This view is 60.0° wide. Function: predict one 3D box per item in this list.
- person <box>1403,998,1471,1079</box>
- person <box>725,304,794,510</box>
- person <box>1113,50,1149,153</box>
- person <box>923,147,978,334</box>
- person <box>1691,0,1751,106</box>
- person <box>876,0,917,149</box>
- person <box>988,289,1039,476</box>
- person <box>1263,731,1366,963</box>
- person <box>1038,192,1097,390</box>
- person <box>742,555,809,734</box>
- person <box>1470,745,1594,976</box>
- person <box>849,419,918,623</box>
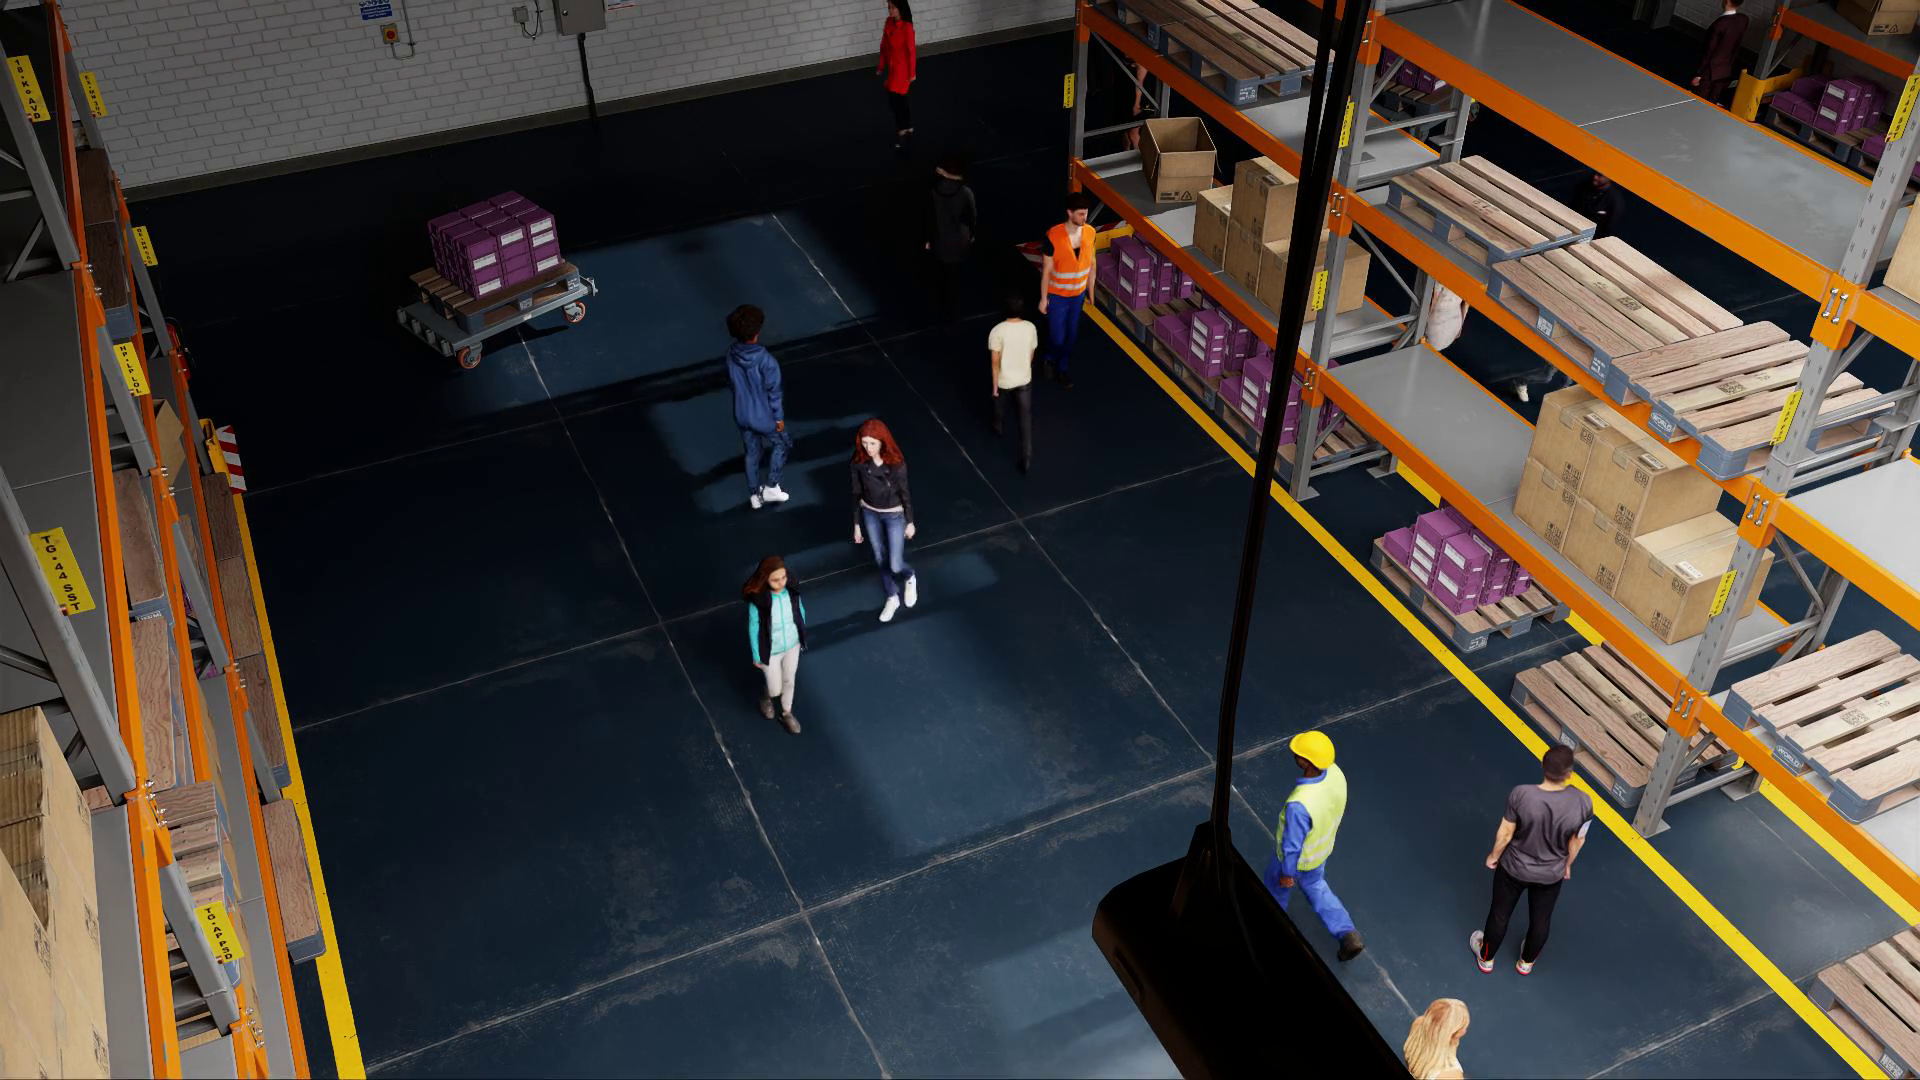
[{"bbox_3d":[2.258,2.865,8.250,0.754,1.805,0.621,-5,39,-6],"label":"person"},{"bbox_3d":[-1.643,-0.973,13.069,0.759,1.788,0.857,21,43,24],"label":"person"},{"bbox_3d":[1.827,-4.700,17.797,0.709,1.711,0.550,-13,41,-16],"label":"person"},{"bbox_3d":[-0.101,-2.688,15.255,0.924,1.740,1.004,10,40,12],"label":"person"},{"bbox_3d":[8.265,-5.153,18.240,0.682,1.866,0.598,-18,42,-22],"label":"person"},{"bbox_3d":[-0.607,-5.223,18.430,0.750,1.738,0.650,-25,45,-28],"label":"person"},{"bbox_3d":[0.448,-1.253,13.615,0.698,1.544,1.078,-12,40,-14],"label":"person"},{"bbox_3d":[2.044,1.813,9.578,1.140,1.789,0.934,29,47,31],"label":"person"},{"bbox_3d":[0.886,-2.214,14.558,0.679,1.868,0.677,-15,41,-18],"label":"person"},{"bbox_3d":[-1.269,0.667,11.248,0.641,1.498,0.687,-25,45,-28],"label":"person"},{"bbox_3d":[3.282,1.857,9.545,0.717,1.762,0.742,7,39,9],"label":"person"},{"bbox_3d":[-0.531,-0.195,12.108,0.781,1.770,0.841,7,39,8],"label":"person"}]
